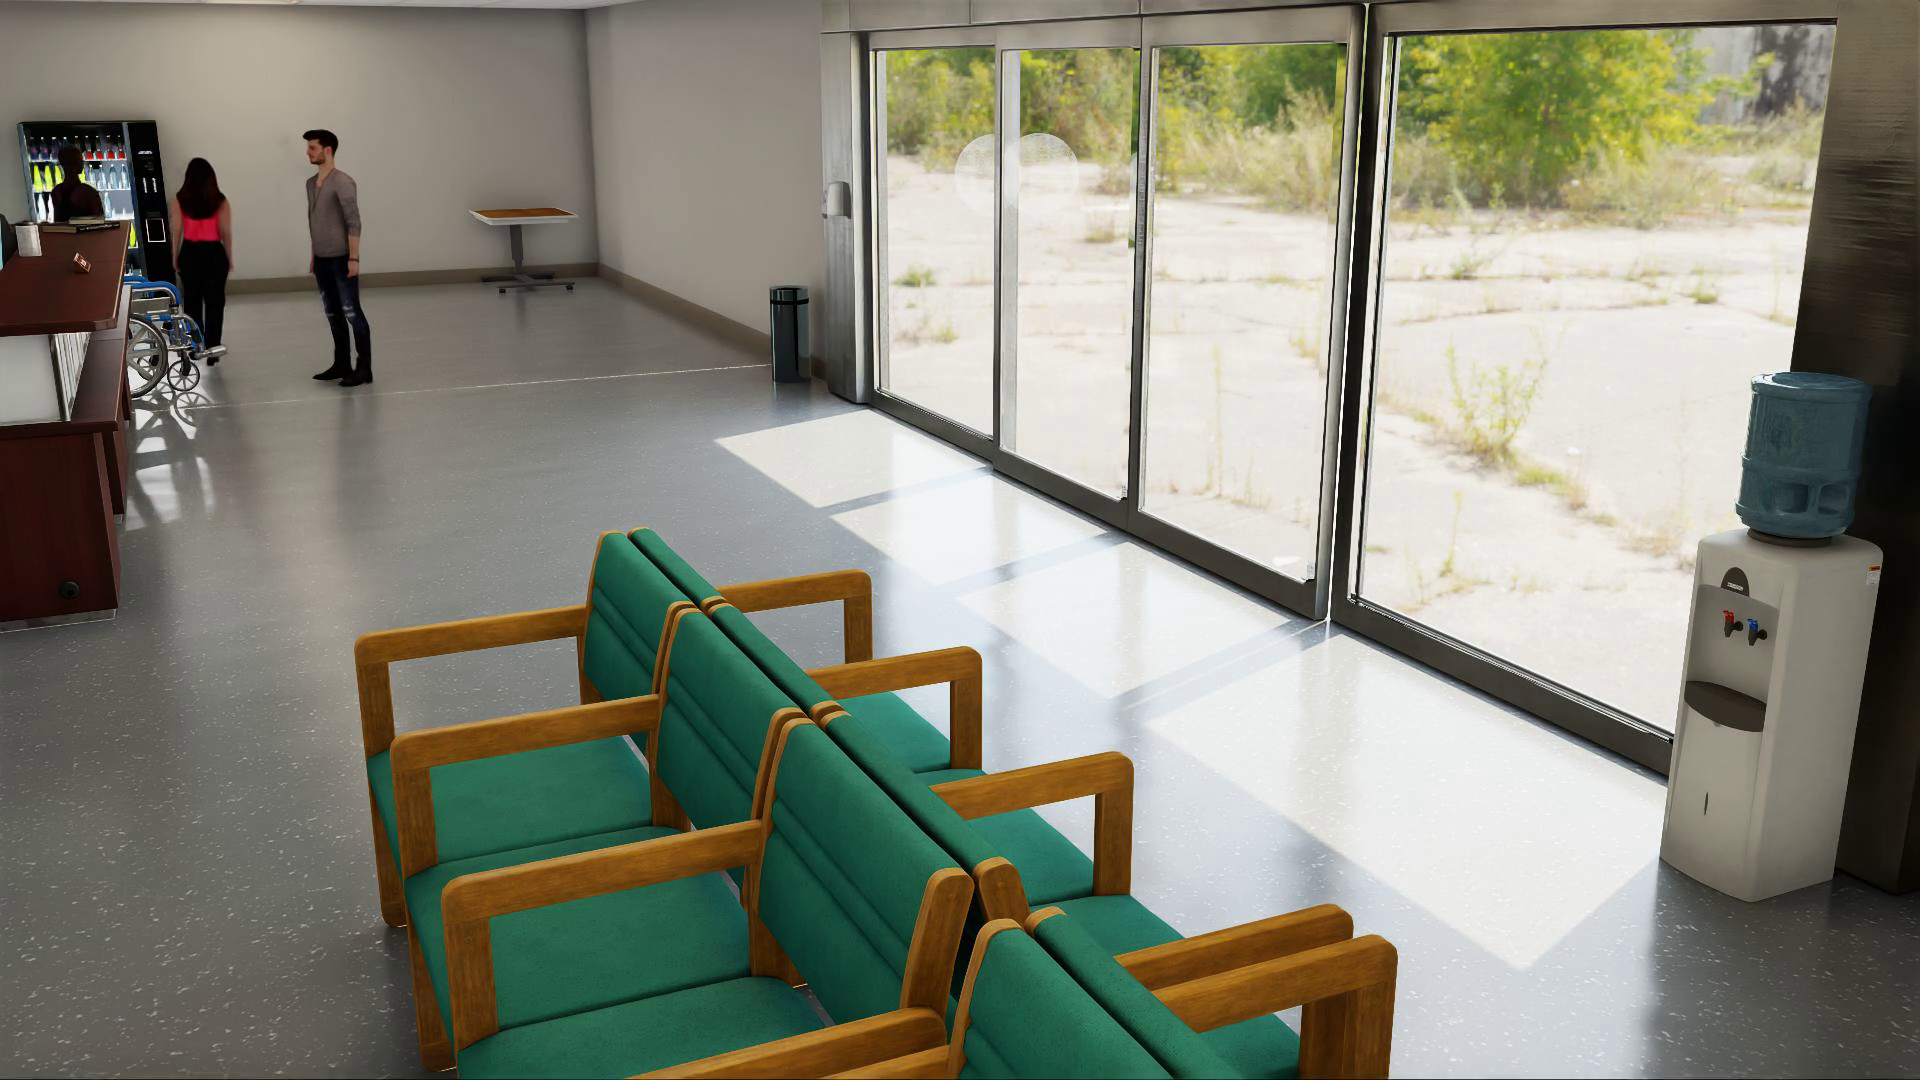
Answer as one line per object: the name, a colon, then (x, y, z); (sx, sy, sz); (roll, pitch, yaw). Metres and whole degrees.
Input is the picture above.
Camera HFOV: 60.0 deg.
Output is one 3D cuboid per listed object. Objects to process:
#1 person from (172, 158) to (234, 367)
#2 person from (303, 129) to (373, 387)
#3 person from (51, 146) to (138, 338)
person: (-6.038, -2.193, 13.283); (0.620, 1.641, 0.725); (-6, 17, -20)
person: (-4.720, -2.139, 12.610); (0.778, 1.903, 0.750); (11, 19, 35)
person: (-6.994, -2.192, 13.136); (1.110, 1.719, 1.134); (5, 16, 16)
